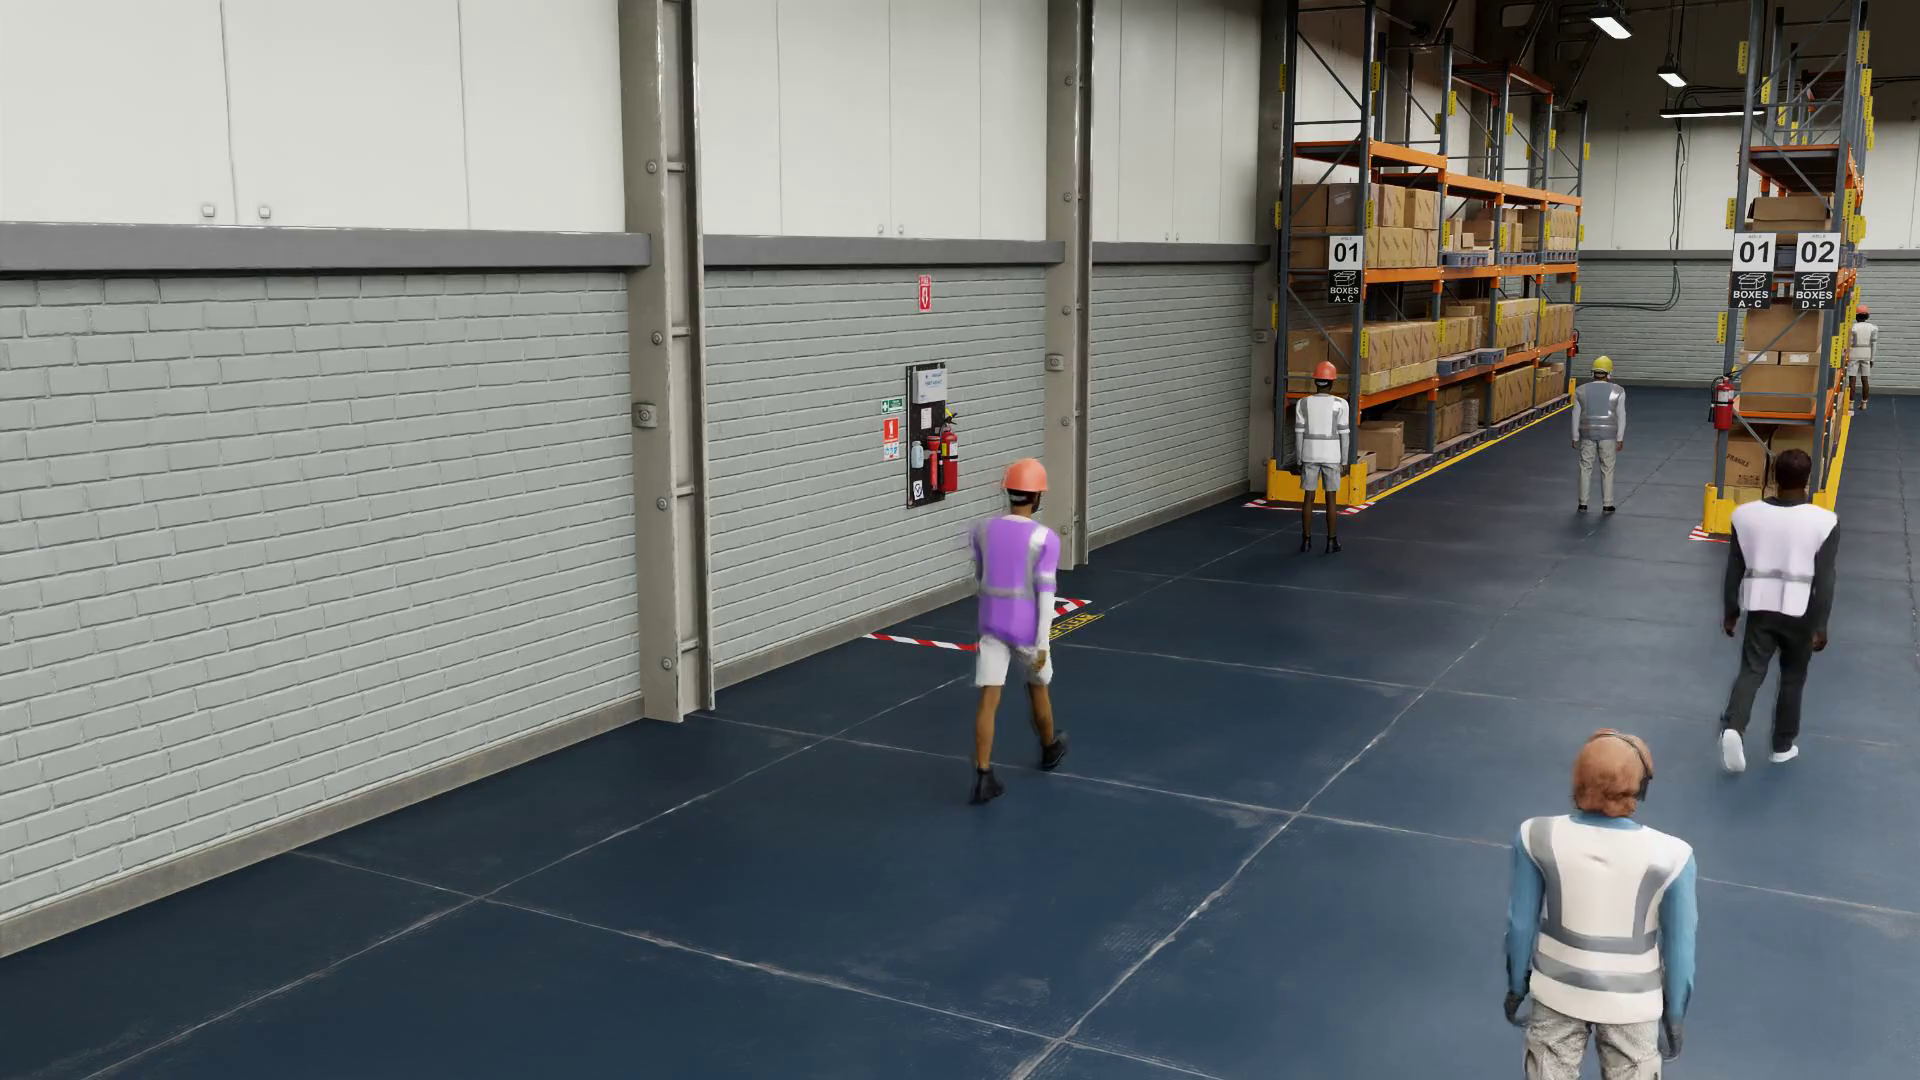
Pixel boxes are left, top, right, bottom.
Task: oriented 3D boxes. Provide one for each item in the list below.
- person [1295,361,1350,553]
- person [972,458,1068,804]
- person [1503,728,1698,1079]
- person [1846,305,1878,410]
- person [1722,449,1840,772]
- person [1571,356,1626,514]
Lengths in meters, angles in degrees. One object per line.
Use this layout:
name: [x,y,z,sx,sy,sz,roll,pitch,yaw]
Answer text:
person: [3.656,-0.831,16.807,0.545,1.938,0.356,4,10,21]
person: [0.332,0.477,9.359,0.550,1.872,1.036,4,11,24]
person: [1.856,1.363,4.860,0.520,1.634,0.315,5,11,26]
person: [17.470,-3.539,32.348,0.605,2.045,0.387,1,10,4]
person: [4.731,0.414,9.663,0.596,1.896,0.827,9,13,41]
person: [7.445,-1.223,19.402,0.590,1.835,0.404,6,11,29]
